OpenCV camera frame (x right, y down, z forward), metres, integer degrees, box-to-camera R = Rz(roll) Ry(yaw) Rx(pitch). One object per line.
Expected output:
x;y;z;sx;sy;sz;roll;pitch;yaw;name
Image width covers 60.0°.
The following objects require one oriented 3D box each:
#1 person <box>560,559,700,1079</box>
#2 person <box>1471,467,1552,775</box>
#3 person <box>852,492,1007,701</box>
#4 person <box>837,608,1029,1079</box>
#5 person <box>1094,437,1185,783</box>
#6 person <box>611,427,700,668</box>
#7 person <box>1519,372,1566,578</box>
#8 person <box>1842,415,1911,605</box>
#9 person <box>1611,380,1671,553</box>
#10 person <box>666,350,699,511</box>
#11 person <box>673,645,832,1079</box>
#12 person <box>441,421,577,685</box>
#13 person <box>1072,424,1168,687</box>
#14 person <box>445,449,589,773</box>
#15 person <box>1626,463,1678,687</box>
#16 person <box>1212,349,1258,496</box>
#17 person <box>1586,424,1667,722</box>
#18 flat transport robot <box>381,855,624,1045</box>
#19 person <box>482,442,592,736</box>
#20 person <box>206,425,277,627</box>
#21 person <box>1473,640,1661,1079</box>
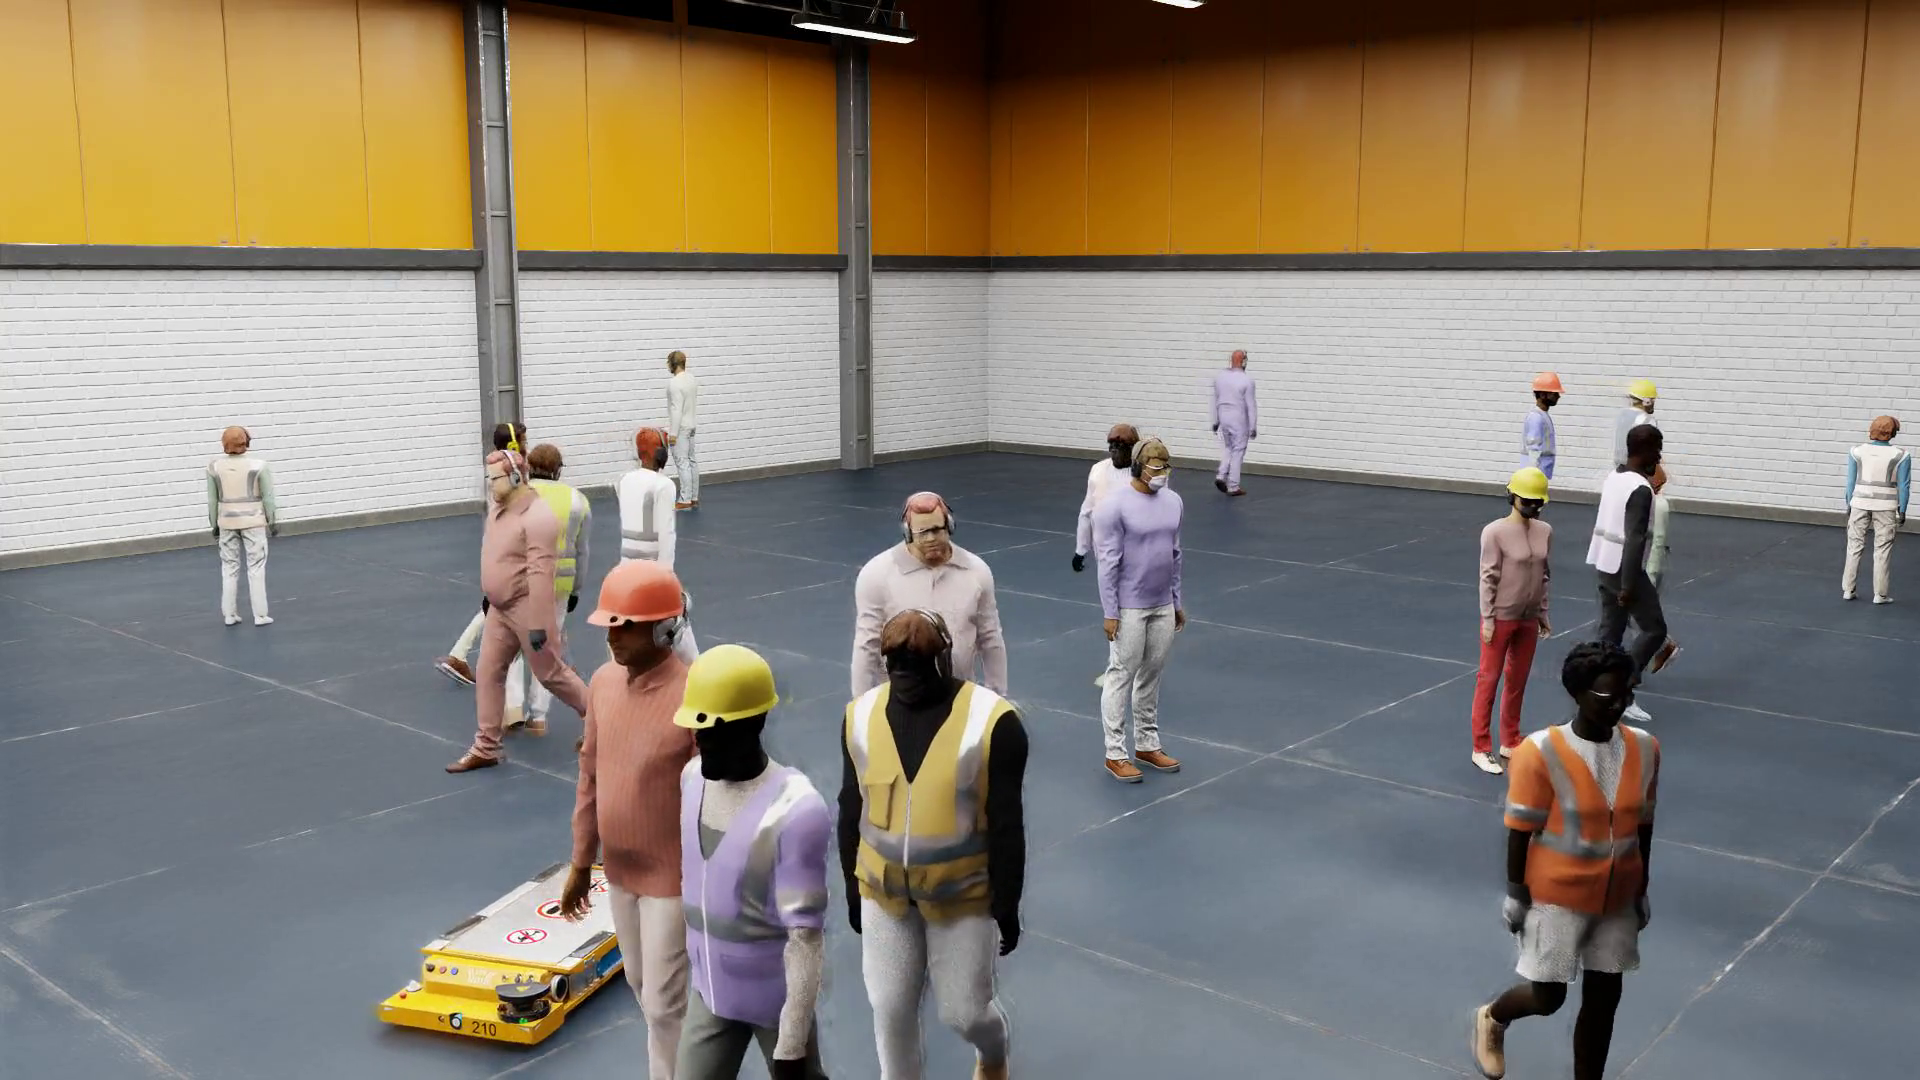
-0.971;1.028;5.223;0.621;1.992;0.499;8;12;41;person
3.183;0.452;9.511;0.524;1.759;0.337;-5;10;-27;person
-0.112;0.711;7.476;0.748;1.882;0.428;-3;10;-19;person
-0.076;1.091;5.298;0.639;1.822;0.629;3;10;19;person
1.034;0.382;9.397;0.629;1.936;0.373;-7;12;-39;person
-1.967;0.176;10.960;0.612;1.839;0.938;8;12;41;person
5.434;-0.605;15.582;0.379;1.937;0.548;4;10;24;person
7.904;-0.258;14.358;0.313;1.634;0.512;-9;12;-43;person
6.786;-0.717;16.760;0.915;1.792;0.606;-1;9;-8;person
-3.354;-1.318;20.055;0.353;1.936;0.635;2;9;12;person
-0.558;1.194;4.498;0.609;1.878;1.007;8;12;41;person
-3.174;0.092;11.536;0.909;1.841;0.526;-7;11;-36;person
1.041;0.113;11.486;0.630;1.816;0.815;9;13;44;person
-2.478;0.388;9.621;0.967;1.860;0.648;-8;12;-42;person
4.713;0.215;11.408;0.457;1.618;0.507;-1;9;-5;person
3.554;-1.502;21.342;0.431;1.891;0.683;-7;12;-38;person
4.277;0.207;10.624;0.496;1.895;0.594;0;9;-1;person
-1.647;1.626;6.790;0.652;0.197;1.431;3;9;17;flat transport robot
-2.609;0.312;10.235;0.695;1.811;0.434;-5;10;-30;person
-5.780;-0.105;13.393;0.519;1.639;0.341;0;9;-3;person
1.994;1.129;5.474;0.539;1.687;0.547;-2;9;-14;person
